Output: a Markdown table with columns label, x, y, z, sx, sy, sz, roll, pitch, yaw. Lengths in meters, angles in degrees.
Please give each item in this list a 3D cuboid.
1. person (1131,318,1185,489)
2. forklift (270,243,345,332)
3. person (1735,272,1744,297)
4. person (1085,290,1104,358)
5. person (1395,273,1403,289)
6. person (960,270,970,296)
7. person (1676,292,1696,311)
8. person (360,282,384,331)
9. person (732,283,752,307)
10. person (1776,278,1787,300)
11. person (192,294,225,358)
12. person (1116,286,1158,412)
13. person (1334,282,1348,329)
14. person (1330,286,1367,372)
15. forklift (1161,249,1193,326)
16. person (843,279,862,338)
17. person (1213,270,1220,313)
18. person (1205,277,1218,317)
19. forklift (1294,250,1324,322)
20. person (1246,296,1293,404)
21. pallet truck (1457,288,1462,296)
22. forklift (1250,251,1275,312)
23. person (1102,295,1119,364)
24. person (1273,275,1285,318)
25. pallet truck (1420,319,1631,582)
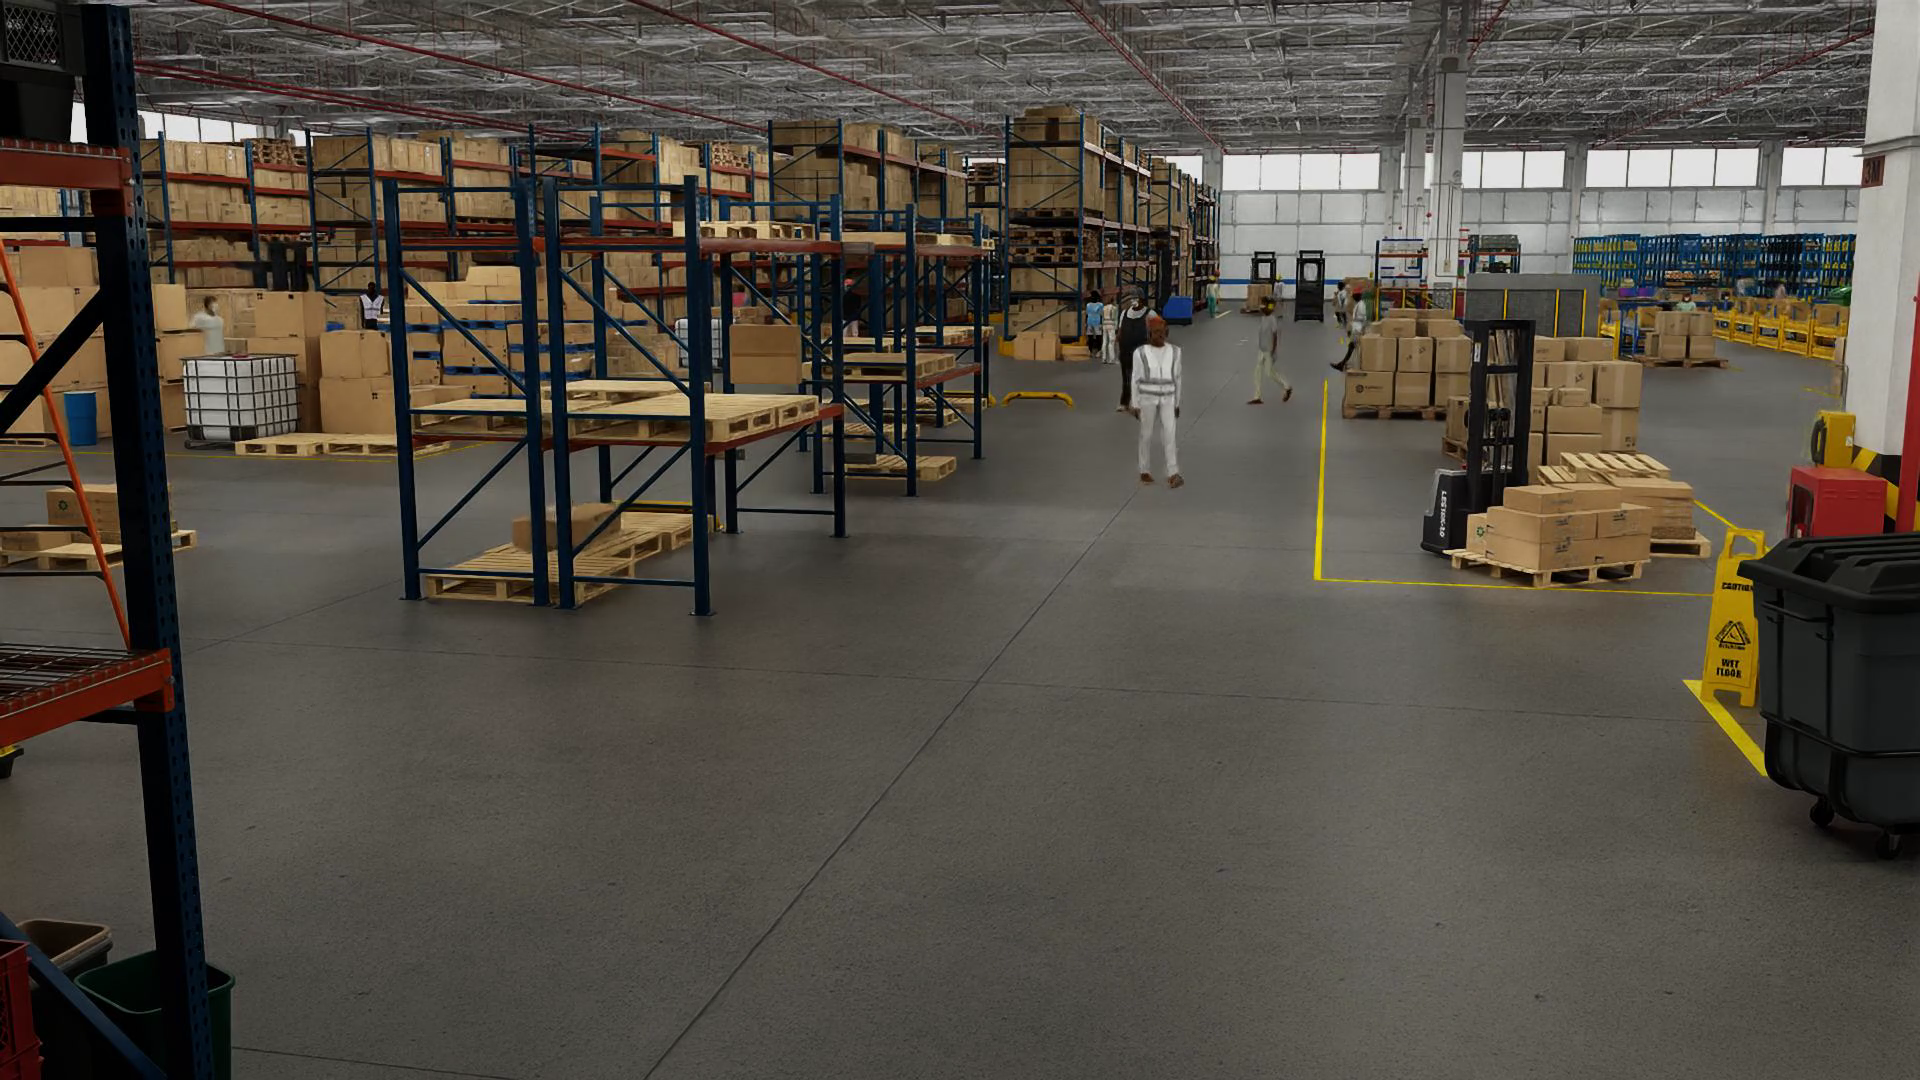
| label | x | y | z | sx | sy | sz | roll | pitch | yaw |
| --- | --- | --- | --- | --- | --- | --- | --- | --- | --- |
| person | 2.148 | -1.470 | 17.996 | 0.590 | 1.836 | 0.957 | -1 | 10 | -9 |
| forklift | -14.560 | -5.088 | 36.333 | 1.873 | 2.768 | 1.129 | 2 | 10 | 12 |
| person | 33.346 | -10.516 | 71.346 | 0.991 | 1.898 | 0.631 | 6 | 11 | 32 |
| person | 3.371 | -5.417 | 41.783 | 0.535 | 1.697 | 0.318 | 7 | 12 | 36 |
| person | 16.807 | -9.233 | 63.665 | 0.368 | 1.939 | 0.542 | 1 | 10 | 6 |
| person | 0.248 | -12.539 | 83.274 | 0.543 | 1.928 | 0.372 | -2 | 10 | -13 |
| person | 19.508 | -5.872 | 44.742 | 0.498 | 1.602 | 0.809 | 1 | 10 | 8 |
| person | -14.698 | -5.499 | 41.649 | 0.589 | 1.911 | 0.393 | -5 | 11 | -25 |
| person | -5.942 | -6.053 | 45.171 | 0.642 | 1.823 | 0.537 | 2 | 10 | 14 |
| person | 32.439 | -9.480 | 65.764 | 0.889 | 1.725 | 0.536 | 0 | 10 | 2 |
| person | -12.048 | -2.976 | 26.670 | 0.740 | 1.924 | 0.638 | 3 | 10 | 20 |
| person | 2.844 | -3.079 | 26.923 | 0.676 | 2.000 | 0.536 | 5 | 11 | 28 |
| person | 13.618 | -8.391 | 59.441 | 0.554 | 1.668 | 0.577 | -1 | 10 | -7 |
| person | 8.673 | -4.636 | 36.594 | 1.008 | 1.879 | 0.563 | 1 | 10 | 4 |
| forklift | 7.646 | -9.320 | 61.395 | 1.873 | 2.768 | 1.129 | 2 | 10 | 11 |
| person | -2.763 | -5.530 | 41.617 | 0.610 | 1.983 | 0.412 | -2 | 10 | -13 |
| person | 11.781 | -11.426 | 76.480 | 0.386 | 1.996 | 0.610 | -1 | 10 | -4 |
| person | 10.751 | -10.373 | 71.024 | 0.547 | 1.716 | 0.909 | 2 | 10 | 11 |
| forklift | 13.778 | -10.002 | 65.433 | 1.129 | 2.768 | 1.873 | 2 | 10 | 12 |
| person | 5.304 | -3.231 | 28.405 | 0.771 | 1.851 | 0.518 | -4 | 10 | -20 |
| pallet truck | 20.506 | -9.785 | 68.819 | 0.653 | 1.274 | 1.630 | 2 | 10 | 12 |
| forklift | 13.723 | -11.629 | 75.071 | 1.129 | 2.768 | 1.873 | 2 | 10 | 12 |
| person | 3.547 | -4.976 | 39.341 | 0.308 | 1.639 | 0.511 | -7 | 12 | -37 |
| person | 13.448 | -10.277 | 70.205 | 0.403 | 1.826 | 0.591 | -6 | 12 | -33 |
| pallet truck | 4.543 | -0.757 | 13.299 | 0.823 | 1.965 | 1.885 | -4 | 10 | -22 |
